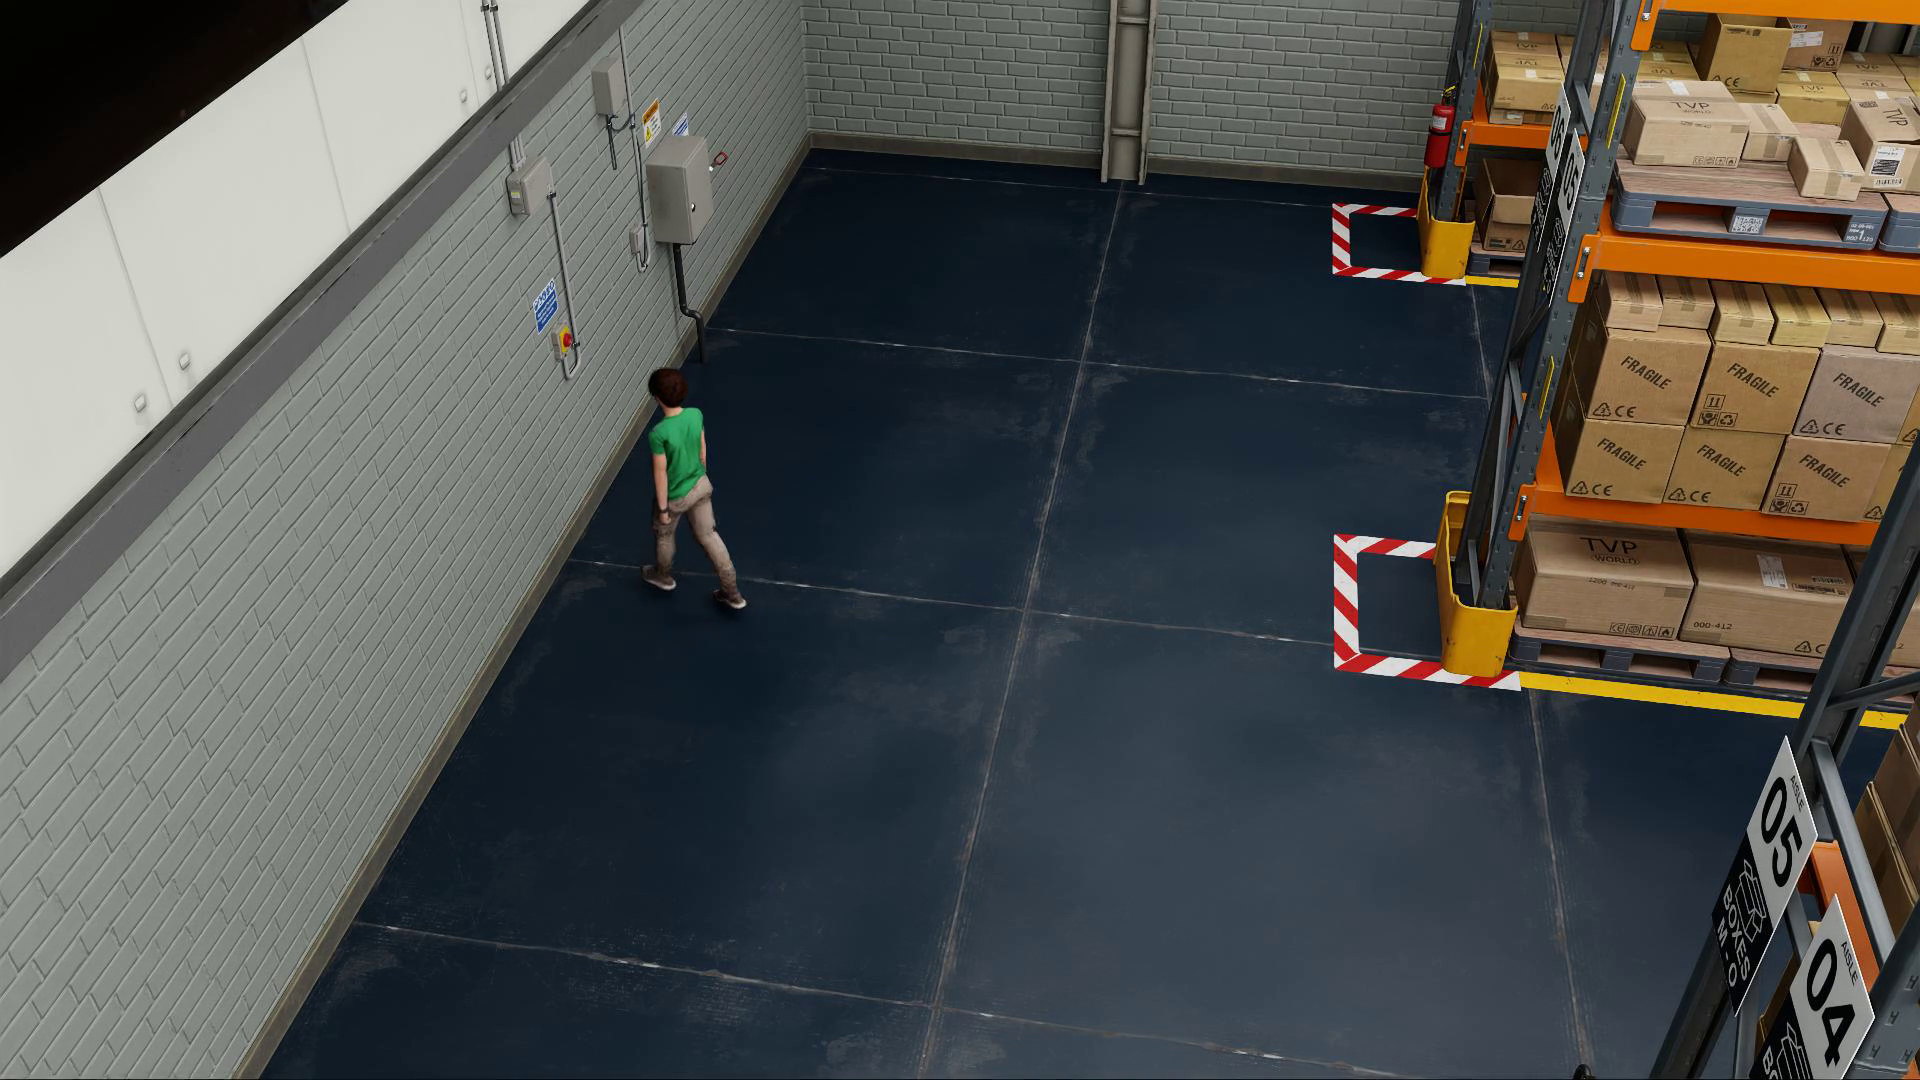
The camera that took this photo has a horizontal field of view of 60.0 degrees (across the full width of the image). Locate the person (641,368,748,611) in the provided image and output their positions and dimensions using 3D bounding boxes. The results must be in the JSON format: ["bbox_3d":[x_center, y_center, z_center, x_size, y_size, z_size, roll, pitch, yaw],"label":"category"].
[{"bbox_3d":[-1.569,-0.254,9.828,1.120,1.617,0.937,27,45,31],"label":"person"}]
